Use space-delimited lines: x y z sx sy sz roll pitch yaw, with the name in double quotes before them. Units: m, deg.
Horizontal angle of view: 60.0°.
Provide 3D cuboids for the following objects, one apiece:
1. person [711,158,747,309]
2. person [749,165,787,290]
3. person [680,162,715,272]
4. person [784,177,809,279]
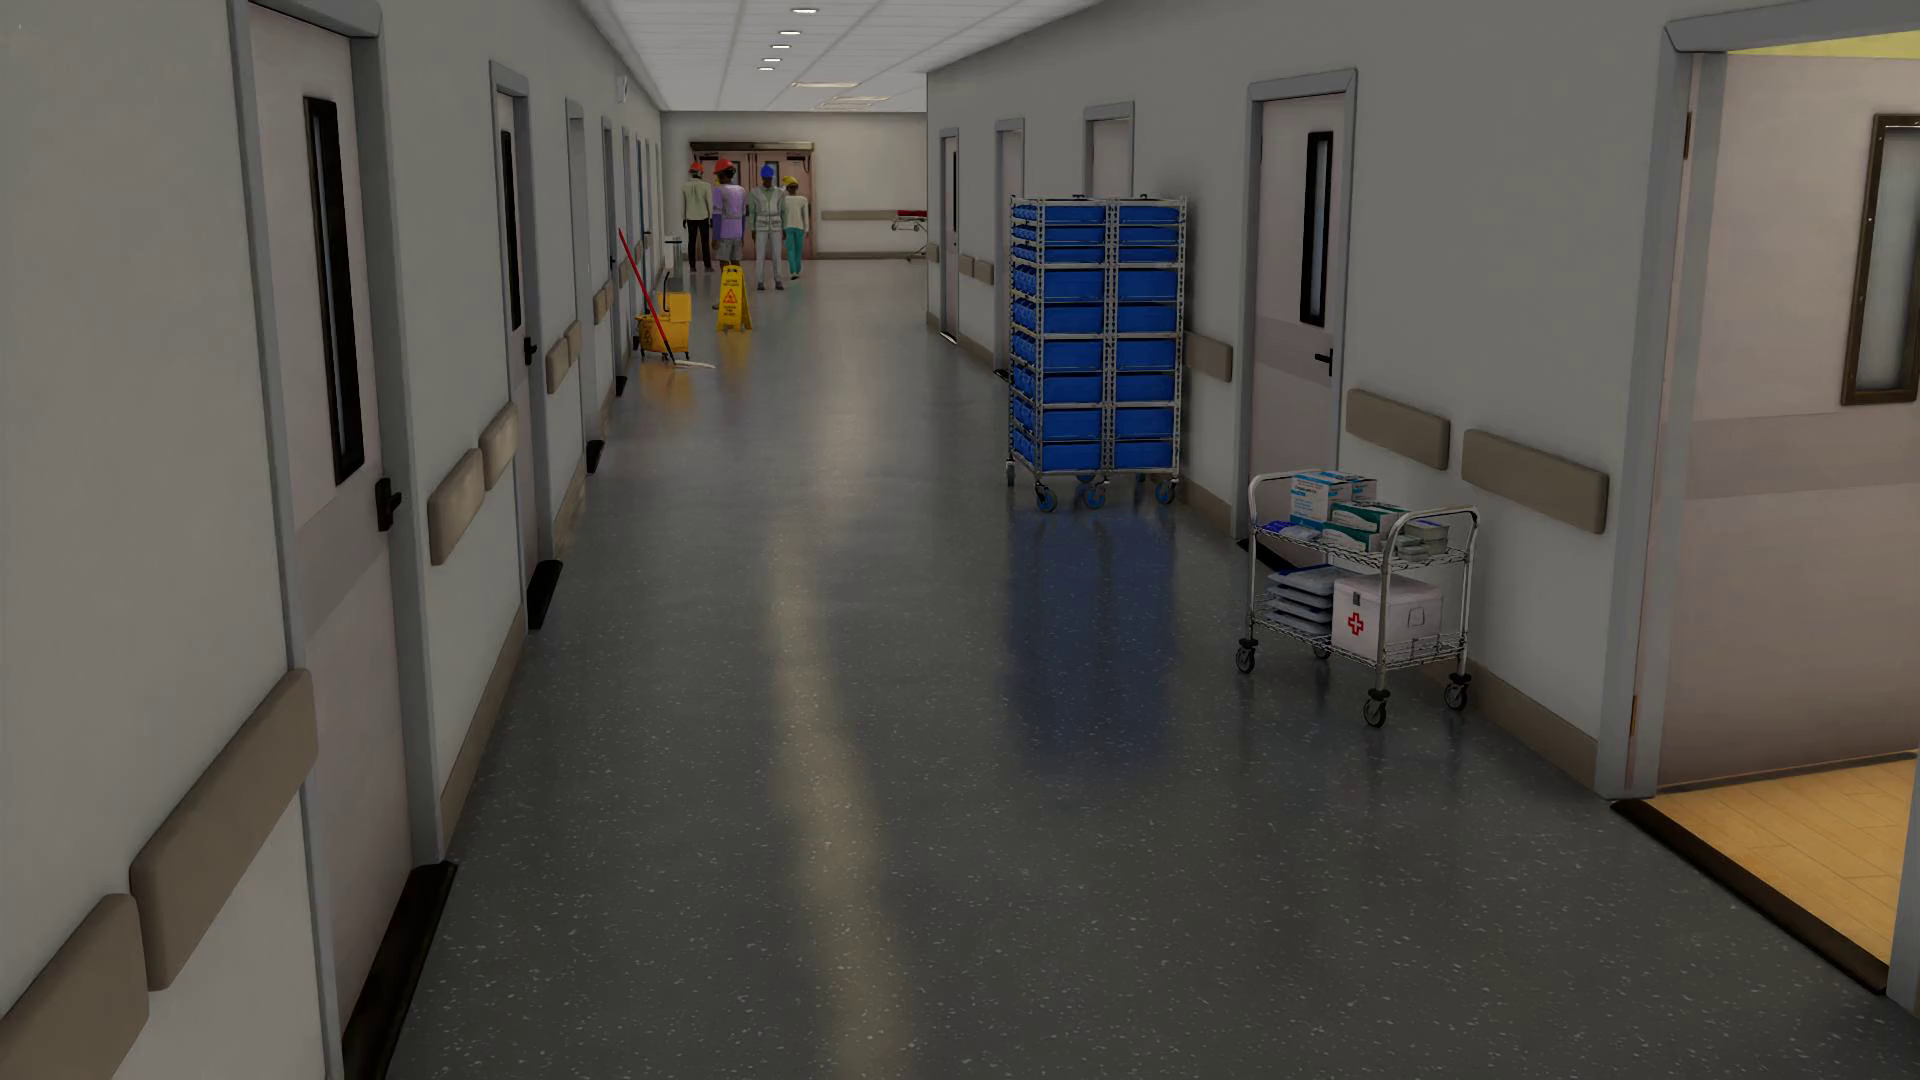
"person" -3.158 -4.147 22.603 0.410 2.030 0.611 9 15 33
"person" -3.013 -4.899 26.145 0.595 1.938 0.413 -3 13 -14
"person" -4.799 -5.901 30.471 0.609 1.988 0.392 2 13 8
"person" -2.881 -5.367 28.665 0.541 1.739 0.740 -4 13 -16
